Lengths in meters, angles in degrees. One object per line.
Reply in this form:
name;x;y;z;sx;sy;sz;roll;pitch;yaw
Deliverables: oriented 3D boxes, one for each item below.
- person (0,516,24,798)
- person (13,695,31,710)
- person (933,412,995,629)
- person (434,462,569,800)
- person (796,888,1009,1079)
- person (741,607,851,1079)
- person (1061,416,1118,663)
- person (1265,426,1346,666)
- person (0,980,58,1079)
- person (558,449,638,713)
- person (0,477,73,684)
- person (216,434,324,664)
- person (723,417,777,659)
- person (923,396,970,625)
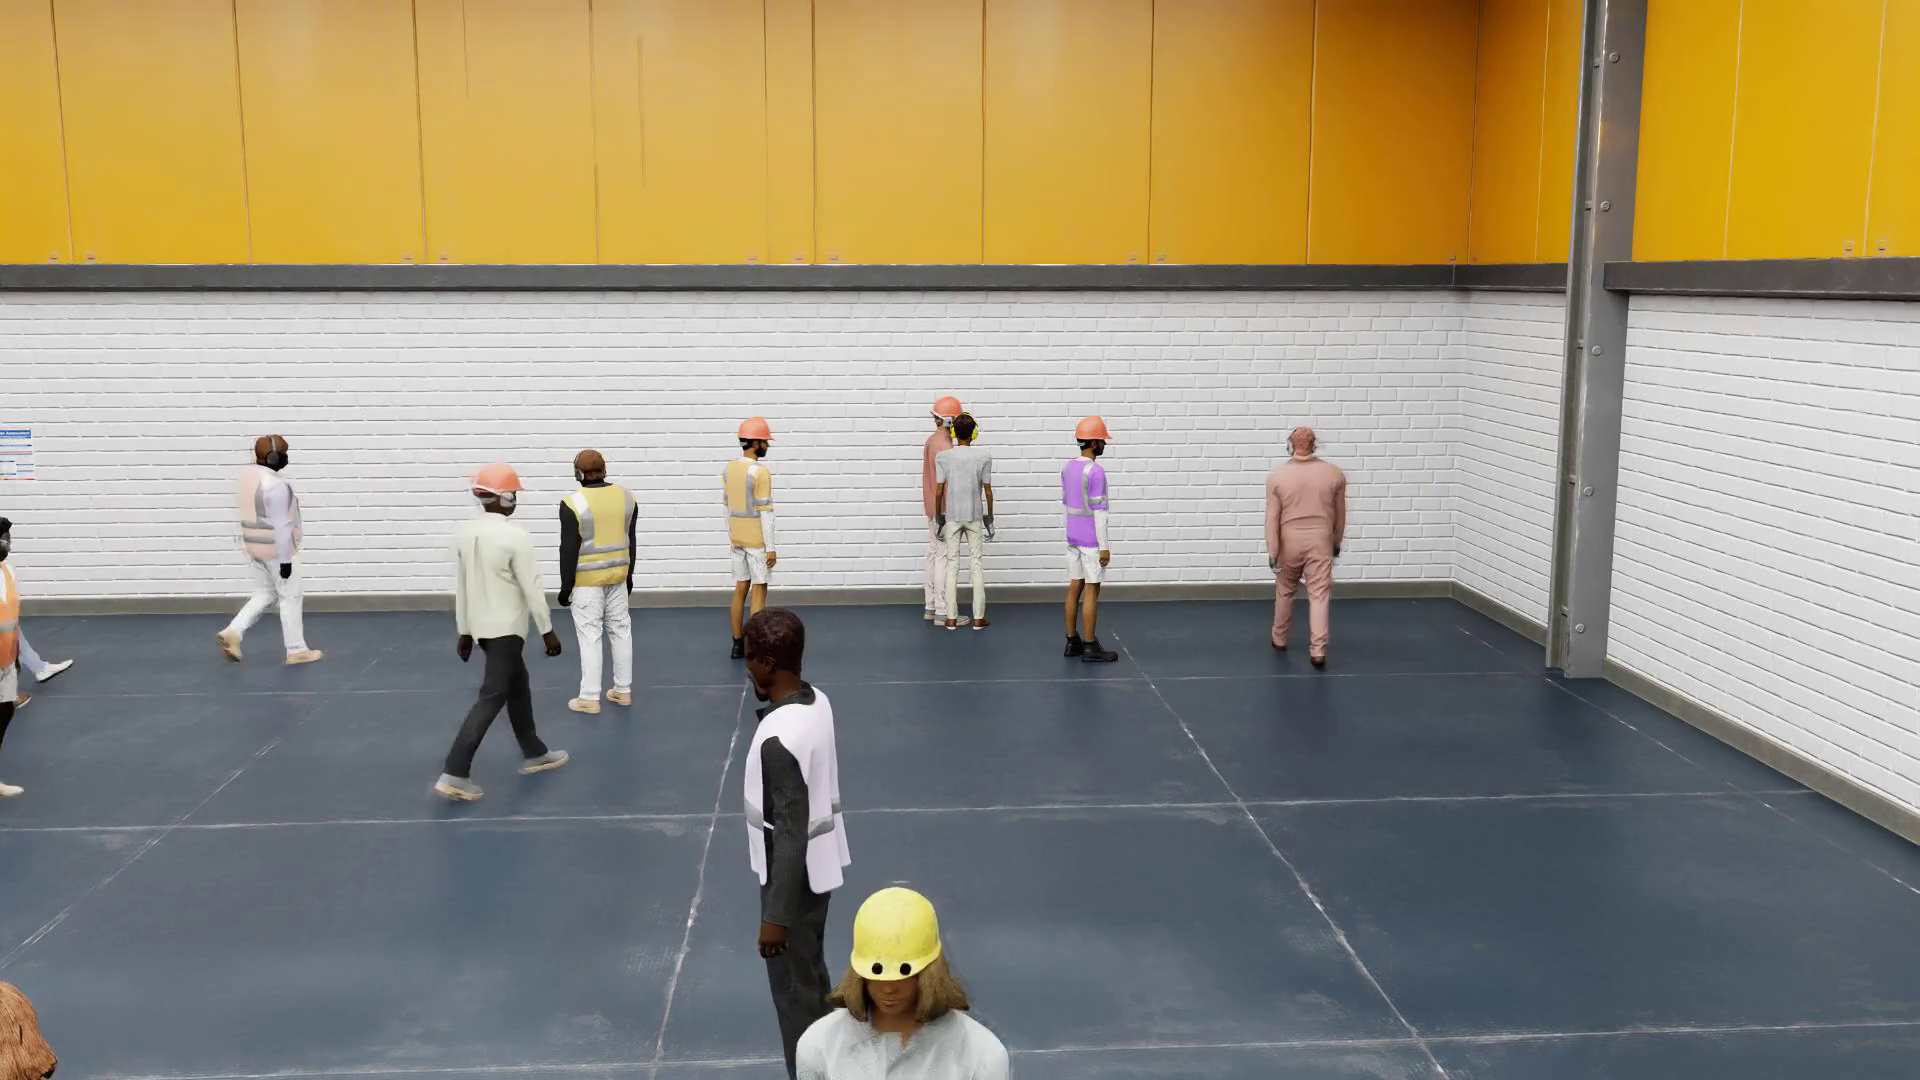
person;-5.608;0.693;9.500;0.390;1.678;0.613;1;9;6
person;-6.888;0.334;11.291;0.936;1.829;0.511;-5;10;-27
person;0.036;-0.161;14.261;0.532;1.870;0.316;1;9;3
person;-2.740;0.519;9.777;0.624;1.951;1.023;8;12;40
person;-0.118;1.582;3.820;0.495;1.713;0.837;1;9;5
person;-0.571;1.174;5.739;0.375;1.913;0.599;1;9;3
person;1.018;-0.009;13.090;0.361;1.939;0.543;-5;10;-27
person;2.710;0.032;13.102;0.646;1.861;0.962;1;9;5
person;-1.933;1.689;3.423;0.505;1.629;0.280;-8;12;-41
person;-2.536;0.282;11.589;0.430;1.838;0.619;8;12;42
person;-6.959;0.278;11.984;0.927;1.718;0.550;-6;11;-34
person;-5.358;0.091;12.843;0.635;1.821;0.682;8;12;41
person;-1.612;-0.001;13.051;0.364;1.934;0.553;-8;12;-43
person;-0.126;-0.258;14.485;0.394;1.990;0.625;-3;9;-17
